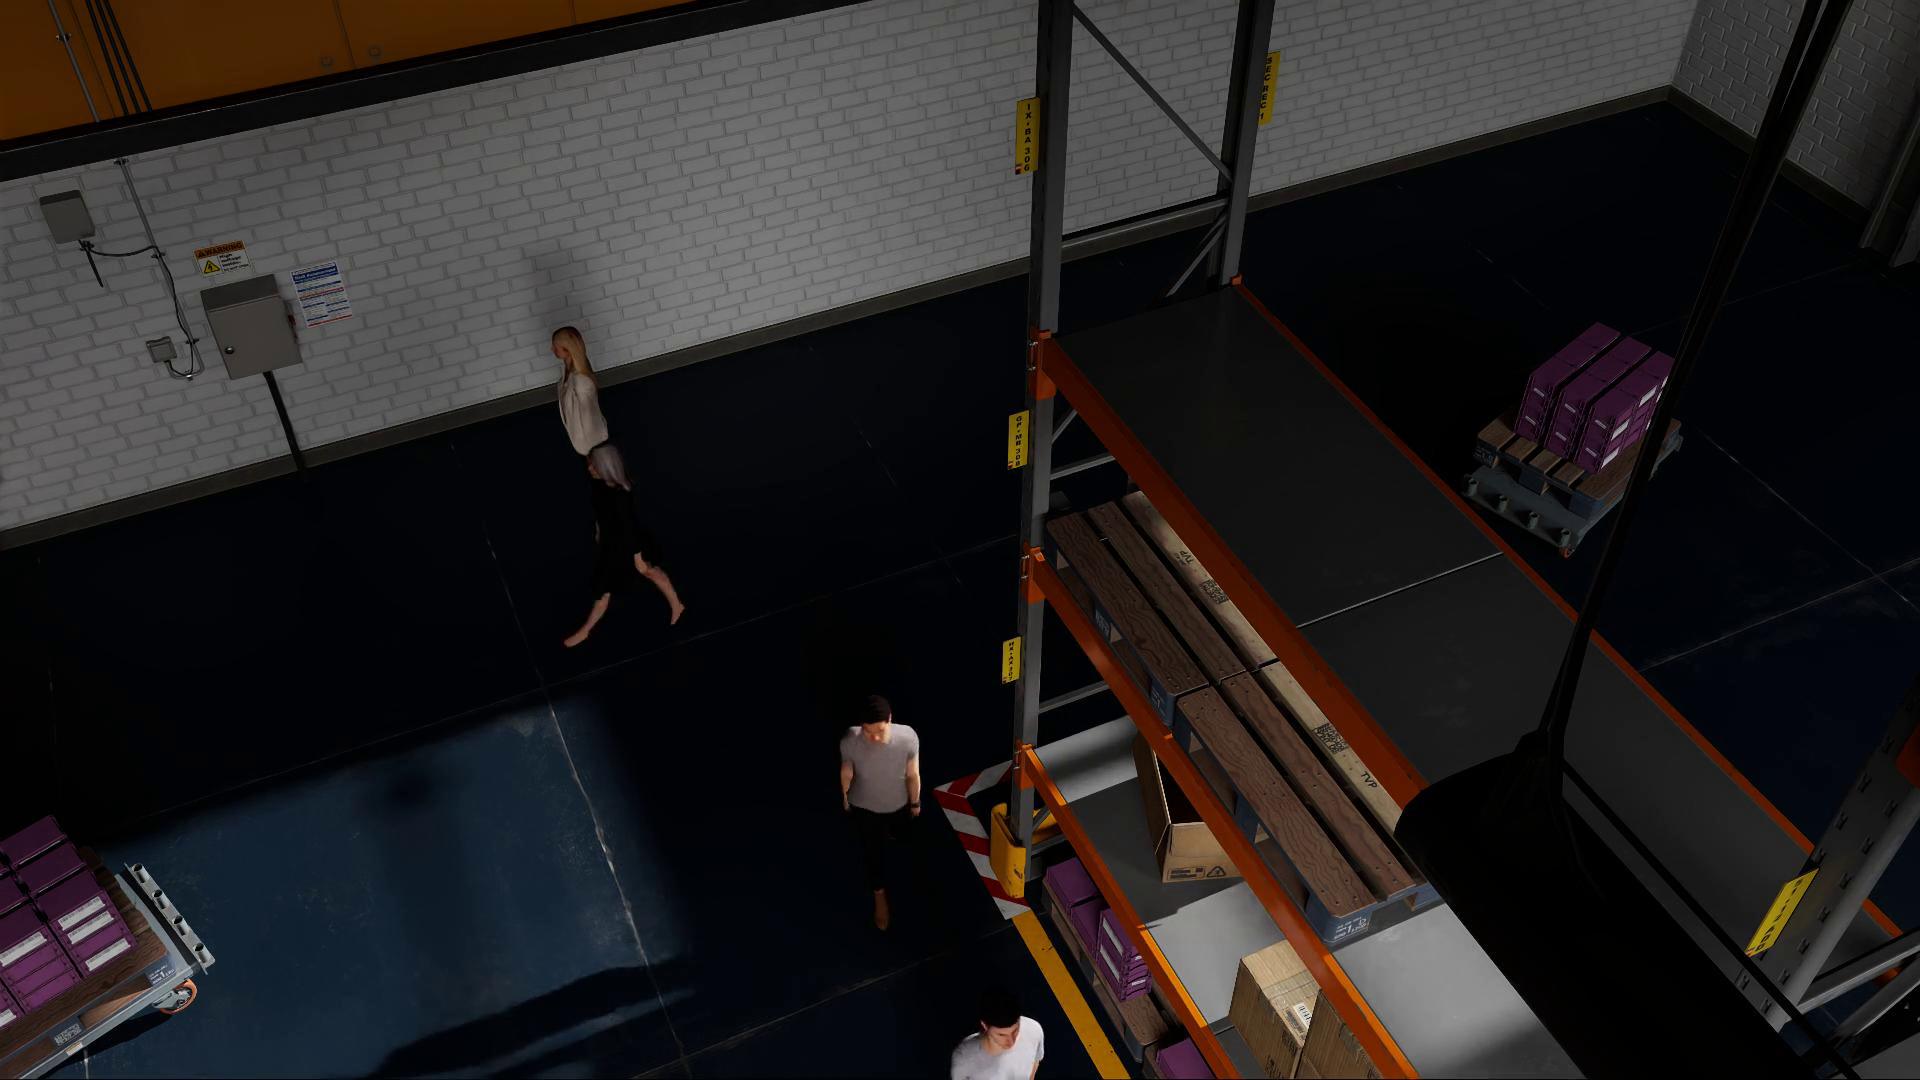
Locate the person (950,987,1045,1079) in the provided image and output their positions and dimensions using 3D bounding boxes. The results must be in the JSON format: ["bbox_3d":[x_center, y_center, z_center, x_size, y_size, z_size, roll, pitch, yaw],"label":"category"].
[{"bbox_3d":[0.110,2.669,8.061,0.680,1.852,1.007,-17,46,-17],"label":"person"}]

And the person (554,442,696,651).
[{"bbox_3d":[-2.126,0.034,10.934,0.708,1.702,1.118,-15,46,-16],"label":"person"}]

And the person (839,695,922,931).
[{"bbox_3d":[-0.438,1.406,9.501,0.853,1.693,1.135,-3,44,-3],"label":"person"}]

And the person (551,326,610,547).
[{"bbox_3d":[-2.588,-0.721,11.614,0.666,1.858,0.458,-16,46,-16],"label":"person"}]
